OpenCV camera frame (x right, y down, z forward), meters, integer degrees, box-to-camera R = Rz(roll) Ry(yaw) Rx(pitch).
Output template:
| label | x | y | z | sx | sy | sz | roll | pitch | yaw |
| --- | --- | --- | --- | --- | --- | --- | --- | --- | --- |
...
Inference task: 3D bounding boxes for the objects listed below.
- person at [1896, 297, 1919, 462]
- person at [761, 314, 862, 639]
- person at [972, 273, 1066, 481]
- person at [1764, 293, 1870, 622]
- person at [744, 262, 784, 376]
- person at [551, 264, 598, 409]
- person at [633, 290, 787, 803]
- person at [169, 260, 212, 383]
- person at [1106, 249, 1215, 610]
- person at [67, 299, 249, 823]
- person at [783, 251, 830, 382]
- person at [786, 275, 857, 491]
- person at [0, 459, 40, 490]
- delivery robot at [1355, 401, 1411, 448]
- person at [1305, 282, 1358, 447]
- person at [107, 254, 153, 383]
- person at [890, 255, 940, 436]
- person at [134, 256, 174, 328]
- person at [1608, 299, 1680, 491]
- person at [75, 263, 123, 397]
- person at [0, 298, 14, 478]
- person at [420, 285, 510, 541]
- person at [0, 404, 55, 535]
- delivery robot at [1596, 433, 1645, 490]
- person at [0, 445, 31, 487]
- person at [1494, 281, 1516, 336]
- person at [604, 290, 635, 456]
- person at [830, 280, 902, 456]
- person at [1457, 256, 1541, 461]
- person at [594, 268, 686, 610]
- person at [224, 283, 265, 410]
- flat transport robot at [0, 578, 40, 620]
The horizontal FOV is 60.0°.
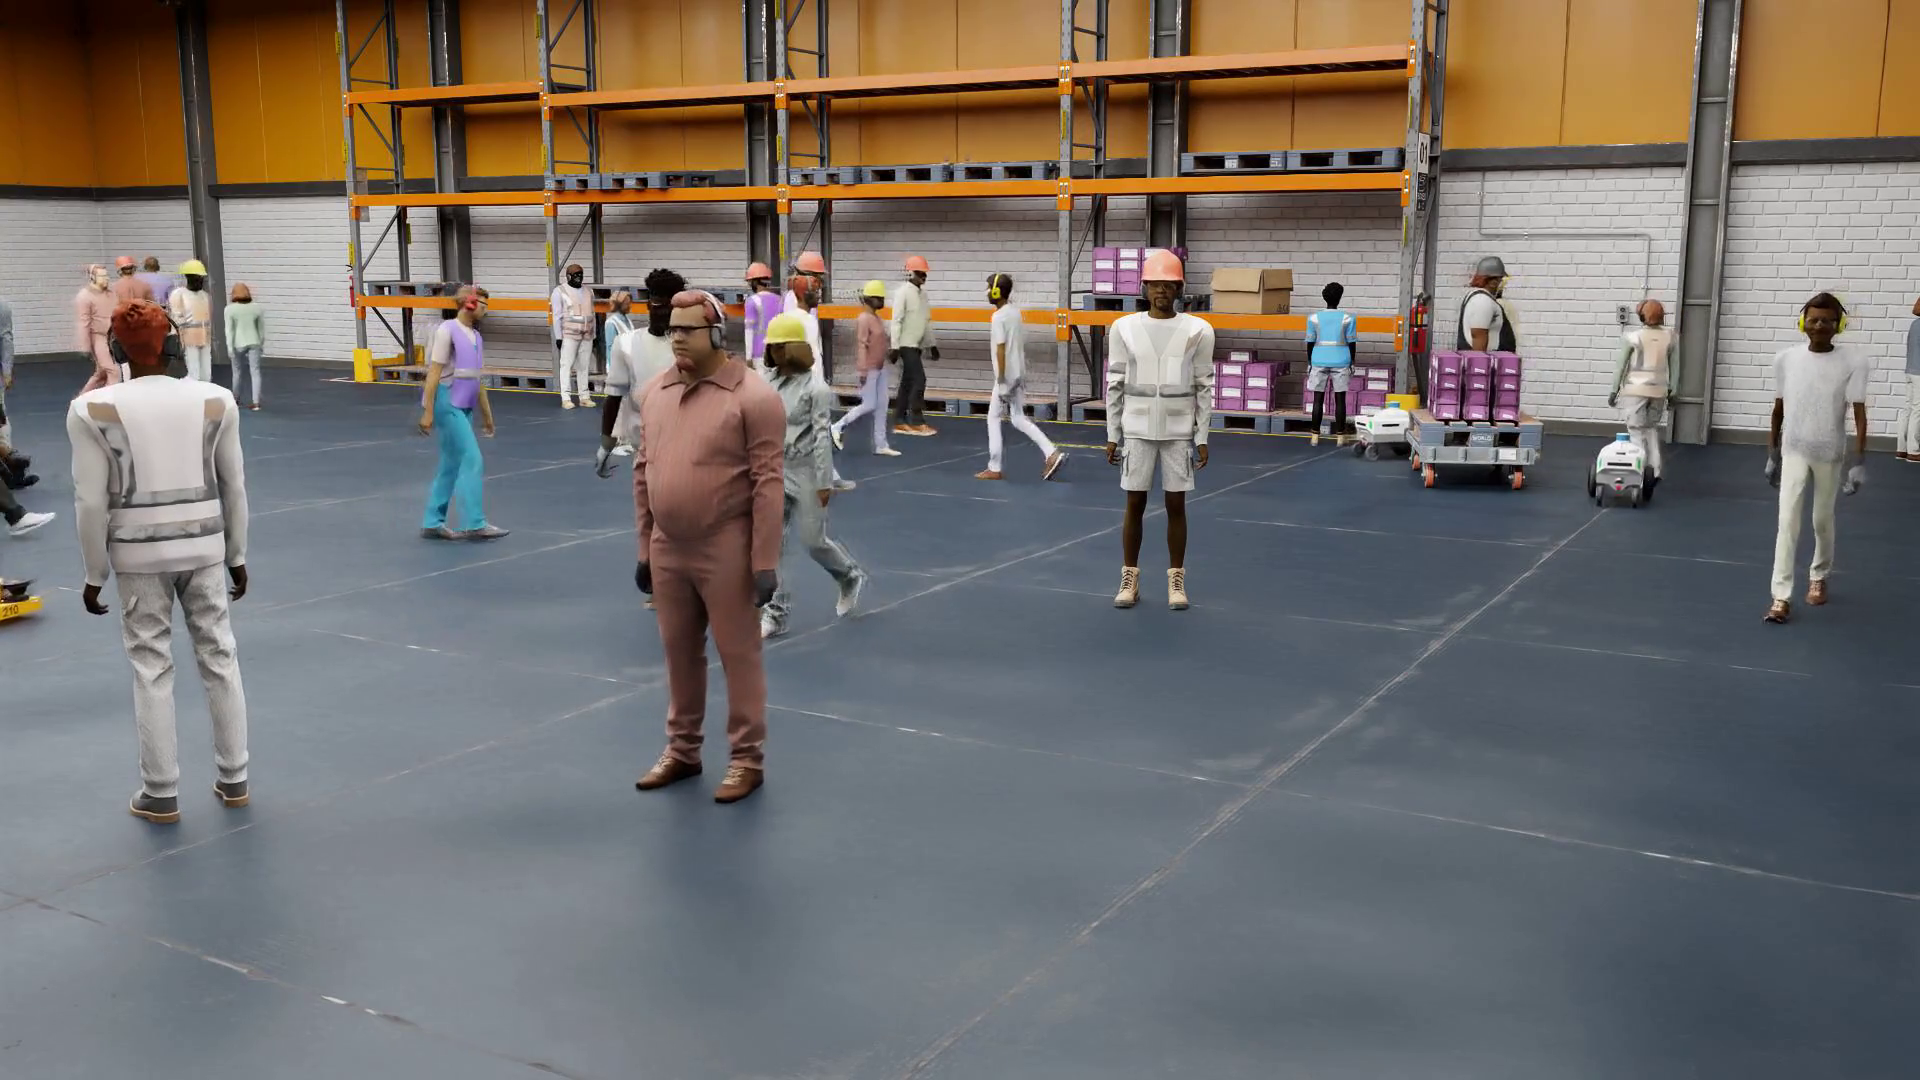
| label | x | y | z | sx | sy | sz | roll | pitch | yaw |
| --- | --- | --- | --- | --- | --- | --- | --- | --- | --- |
| person | 9.257 | -1.565 | 16.002 | 0.277 | 1.636 | 0.507 | 1 | 10 | 8 |
| person | -0.848 | -0.352 | 8.907 | 0.491 | 1.721 | 0.751 | 7 | 12 | 33 |
| person | 0.505 | -1.418 | 14.610 | 0.779 | 1.849 | 0.534 | 6 | 11 | 29 |
| person | 4.808 | -0.475 | 9.340 | 0.538 | 1.817 | 0.995 | 7 | 12 | 35 |
| person | -2.058 | -2.036 | 17.942 | 0.835 | 1.905 | 0.542 | 8 | 13 | 38 |
| person | -4.915 | -2.610 | 21.339 | 0.429 | 1.842 | 0.630 | 9 | 14 | 43 |
| person | -0.968 | 0.024 | 6.243 | 0.644 | 1.906 | 0.406 | 5 | 11 | 27 |
| person | -8.979 | -2.310 | 19.429 | 0.537 | 1.911 | 0.610 | 3 | 11 | 18 |
| person | 1.131 | -0.619 | 9.481 | 0.607 | 2.048 | 0.369 | 2 | 10 | 9 |
| person | -2.859 | 0.080 | 5.994 | 0.575 | 1.882 | 0.359 | -8 | 13 | -39 |
| person | -1.437 | -1.614 | 15.201 | 0.522 | 2.017 | 0.690 | -4 | 11 | -23 |
| person | -1.355 | -1.274 | 13.806 | 0.979 | 1.842 | 0.595 | -4 | 11 | -23 |
| person | -8.443 | -1.309 | 13.982 | 1.075 | 1.851 | 0.552 | -2 | 10 | -10 |
| delivery robot | 4.219 | -1.106 | 16.189 | 0.707 | 0.478 | 0.477 | -3 | 10 | -14 |
| person | 3.840 | -1.811 | 17.222 | 0.535 | 1.697 | 0.318 | 3 | 11 | 18 |
| person | -11.344 | -2.938 | 22.862 | 0.627 | 1.966 | 0.871 | -10 | 14 | -43 |
| person | -0.440 | -2.123 | 18.206 | 0.767 | 1.964 | 0.629 | 4 | 11 | 23 |
| person | -12.796 | -3.549 | 26.443 | 0.639 | 1.918 | 0.675 | -6 | 12 | -30 |
| person | 5.811 | -1.229 | 14.133 | 0.517 | 1.622 | 0.375 | -1 | 10 | -7 |
| person | -10.279 | -2.362 | 19.868 | 0.934 | 1.875 | 0.638 | 1 | 10 | 4 |
| person | -8.769 | -1.511 | 14.841 | 0.629 | 1.940 | 0.372 | -1 | 10 | -7 |
| person | -3.481 | -0.888 | 11.717 | 0.728 | 1.789 | 0.658 | 0 | 10 | 1 |
| person | -6.976 | -0.943 | 11.793 | 0.959 | 1.873 | 0.604 | -2 | 10 | -13 |
| delivery robot | 5.343 | -0.621 | 13.439 | 0.477 | 0.478 | 0.707 | 4 | 11 | 23 |
| person | -8.227 | -1.315 | 13.813 | 0.755 | 1.912 | 0.549 | -3 | 10 | -17 |
| person | 5.264 | -1.765 | 16.612 | 0.618 | 1.811 | 0.564 | -9 | 13 | -41 |
| person | -3.364 | -1.662 | 16.548 | 0.308 | 1.637 | 0.522 | 2 | 10 | 11 |
| person | -0.928 | -1.691 | 16.421 | 0.637 | 1.741 | 0.531 | 3 | 11 | 19 |
| person | 5.031 | -1.768 | 16.007 | 1.030 | 2.000 | 0.693 | 1 | 10 | 5 |
| person | -1.701 | -0.534 | 9.277 | 0.663 | 1.940 | 0.683 | 2 | 10 | 11 |
| person | -9.126 | -2.463 | 21.197 | 0.519 | 1.584 | 0.850 | -9 | 13 | -41 |
| flat transport robot | -5.914 | 0.325 | 9.163 | 1.431 | 0.197 | 0.652 | 3 | 10 | 15 |
